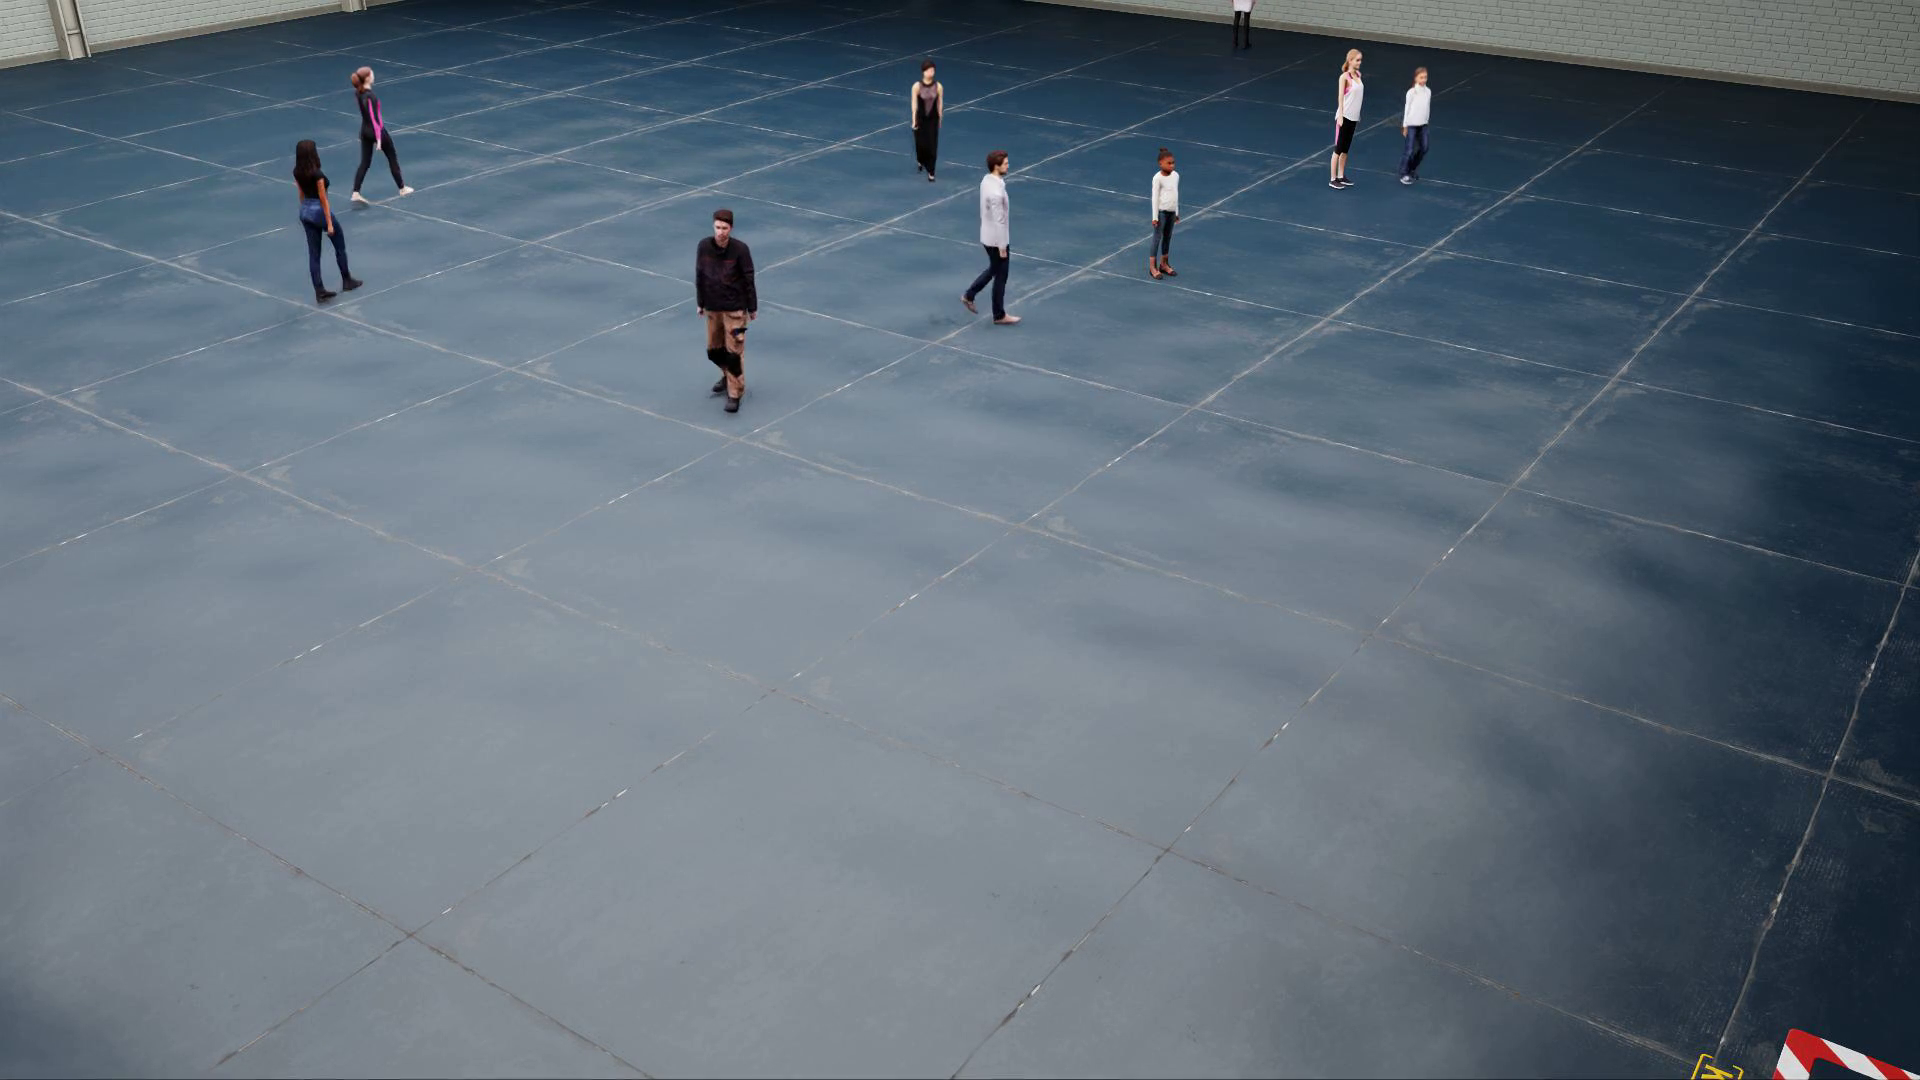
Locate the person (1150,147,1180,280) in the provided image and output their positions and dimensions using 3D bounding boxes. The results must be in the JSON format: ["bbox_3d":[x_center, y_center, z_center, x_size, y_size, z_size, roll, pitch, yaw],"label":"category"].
[{"bbox_3d":[2.301,-3.689,18.713,0.506,1.452,0.643,-20,33,-33],"label":"person"}]

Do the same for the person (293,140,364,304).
[{"bbox_3d":[-6.946,-3.388,17.843,0.739,1.713,0.947,10,29,18],"label":"person"}]

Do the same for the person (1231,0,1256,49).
[{"bbox_3d":[5.203,-9.972,30.531,0.664,1.803,0.633,13,30,23],"label":"person"}]

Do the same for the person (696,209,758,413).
[{"bbox_3d":[-2.123,-2.120,15.177,0.931,1.900,1.061,8,28,15],"label":"person"}]

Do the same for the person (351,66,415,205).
[{"bbox_3d":[-7.563,-5.122,21.223,0.632,1.702,1.158,15,31,26],"label":"person"}]

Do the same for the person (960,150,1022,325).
[{"bbox_3d":[0.290,-3.116,17.180,1.026,1.837,0.965,-5,28,-9],"label":"person"}]

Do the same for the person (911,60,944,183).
[{"bbox_3d":[-0.451,-5.634,22.341,0.779,1.588,0.838,-5,28,-9],"label":"person"}]

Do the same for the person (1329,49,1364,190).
[{"bbox_3d":[5.114,-5.584,22.026,0.518,1.789,0.700,-24,36,-38],"label":"person"}]

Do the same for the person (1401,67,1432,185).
[{"bbox_3d":[6.055,-5.549,22.225,0.675,1.544,0.736,-6,28,-12],"label":"person"}]
